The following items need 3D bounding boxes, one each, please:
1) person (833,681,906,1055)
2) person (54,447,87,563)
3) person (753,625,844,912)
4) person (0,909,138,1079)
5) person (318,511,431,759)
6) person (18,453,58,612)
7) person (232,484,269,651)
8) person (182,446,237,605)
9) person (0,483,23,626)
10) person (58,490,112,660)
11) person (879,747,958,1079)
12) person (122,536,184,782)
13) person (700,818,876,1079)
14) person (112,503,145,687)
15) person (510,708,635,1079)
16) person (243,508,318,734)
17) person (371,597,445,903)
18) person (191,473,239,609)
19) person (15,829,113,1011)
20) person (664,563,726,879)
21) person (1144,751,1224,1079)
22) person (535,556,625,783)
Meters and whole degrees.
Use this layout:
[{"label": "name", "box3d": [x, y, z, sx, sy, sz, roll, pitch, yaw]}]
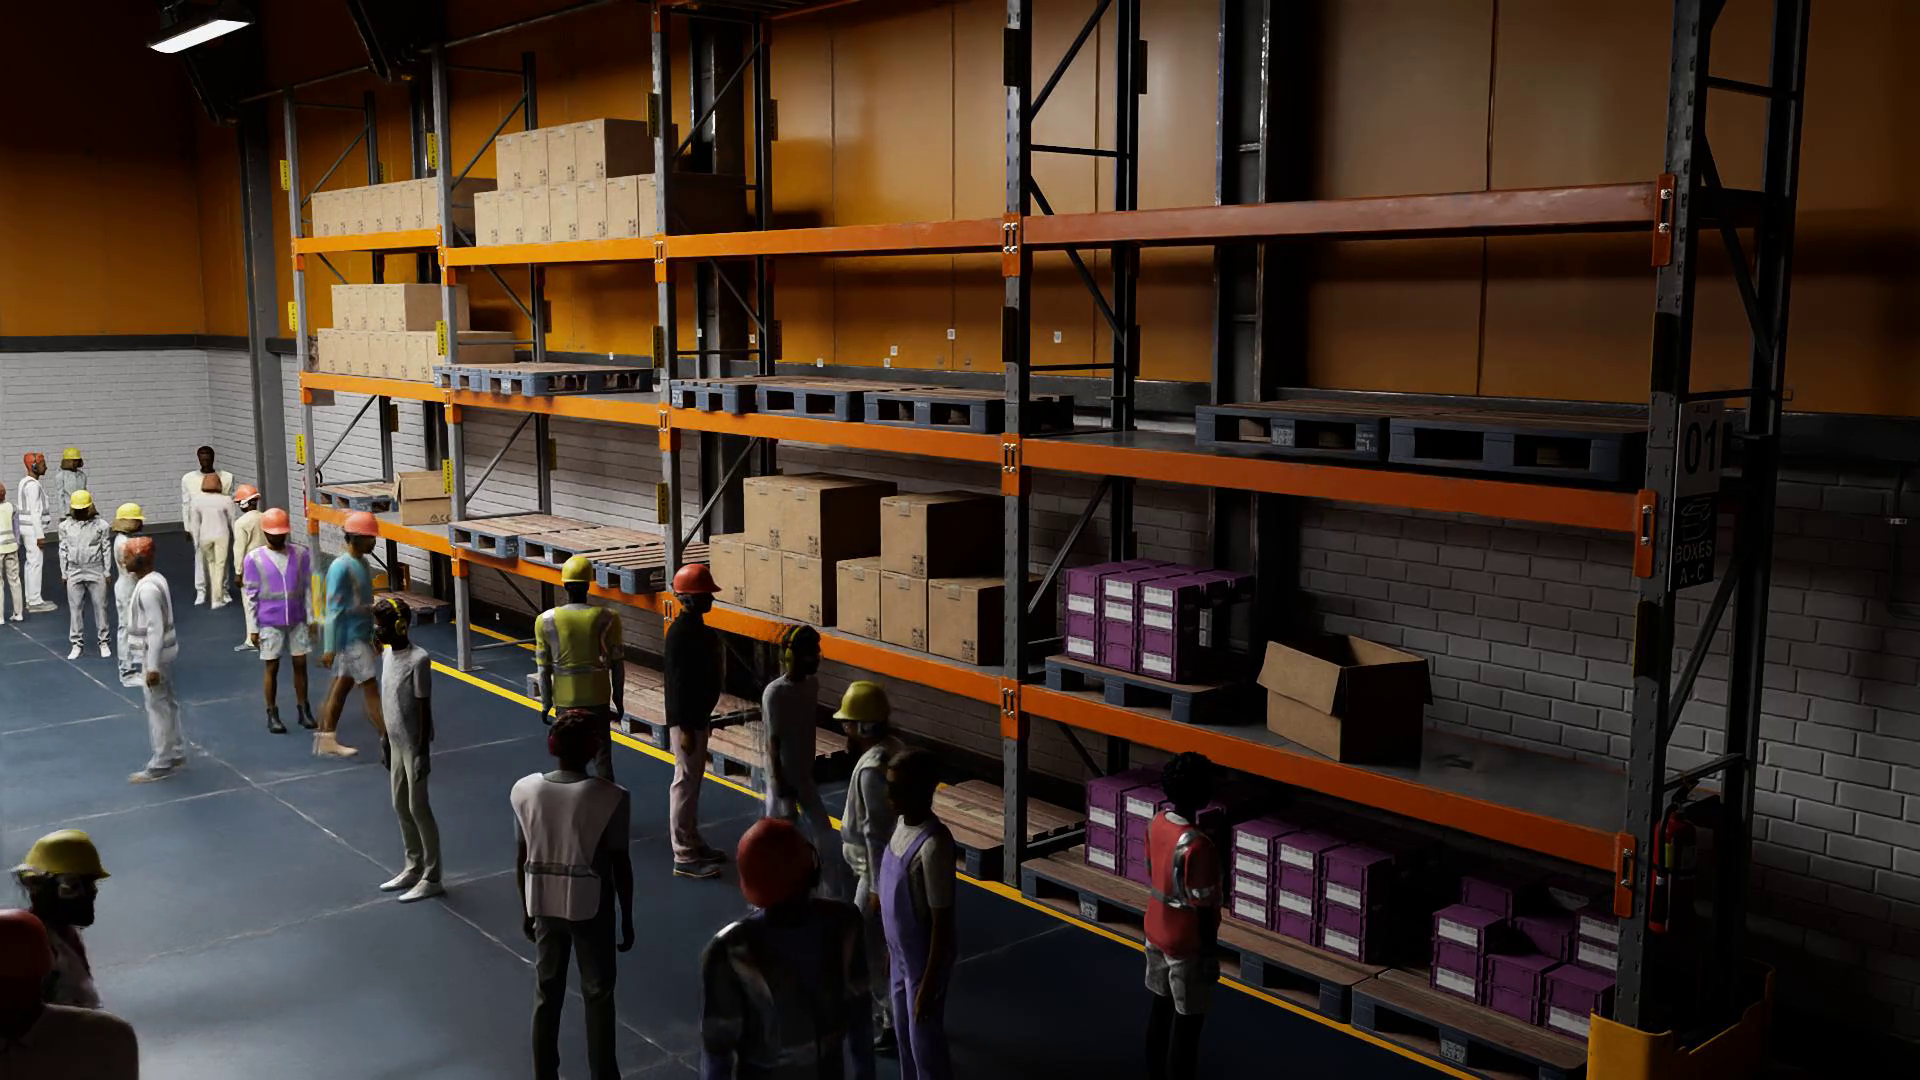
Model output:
[{"label": "person", "box3d": [-0.388, 1.587, 8.165, 0.484, 1.805, 0.609, 1, 8, 7]}, {"label": "person", "box3d": [-11.582, -0.345, 21.769, 0.298, 1.745, 0.484, 3, 9, 17]}, {"label": "person", "box3d": [-0.867, 1.400, 9.349, 0.874, 1.834, 0.541, 5, 10, 33]}, {"label": "person", "box3d": [-2.627, 1.990, 4.714, 0.618, 1.986, 0.408, -3, 9, -23]}, {"label": "person", "box3d": [-4.673, 0.773, 13.157, 1.015, 1.986, 0.634, 0, 8, -2]}, {"label": "person", "box3d": [-10.889, -0.093, 19.586, 0.355, 1.876, 0.574, -6, 10, -35]}, {"label": "person", "box3d": [-7.406, 0.287, 17.391, 0.354, 1.742, 0.568, 2, 8, 13]}, {"label": "person", "box3d": [-9.037, -0.184, 20.051, 0.597, 1.916, 0.370, -4, 9, -26]}, {"label": "person", "box3d": [-10.808, 0.143, 18.724, 0.308, 1.645, 0.514, 4, 9, 23]}, {"label": "person", "box3d": [-8.914, 0.350, 16.967, 0.484, 1.738, 0.305, -3, 9, -20]}, {"label": "person", "box3d": [-0.190, 1.751, 6.856, 0.345, 1.846, 0.507, -3, 9, -20]}, {"label": "person", "box3d": [-6.151, 0.894, 12.681, 0.340, 1.882, 0.584, -3, 9, -22]}, {"label": "person", "box3d": [-0.565, 1.858, 5.555, 0.665, 2.010, 0.556, -7, 11, -41]}, {"label": "person", "box3d": [-7.867, 0.515, 15.803, 0.319, 1.740, 0.488, -4, 9, -29]}, {"label": "person", "box3d": [-1.731, 1.672, 7.450, 0.561, 1.836, 0.387, 2, 8, 12]}, {"label": "person", "box3d": [-5.728, 0.676, 14.057, 0.553, 1.924, 0.391, -7, 11, -40]}, {"label": "person", "box3d": [-3.395, 1.269, 10.182, 0.525, 1.856, 0.338, 8, 11, 43]}, {"label": "person", "box3d": [-8.880, -0.006, 19.924, 0.517, 1.601, 0.726, 0, 8, 0]}, {"label": "person", "box3d": [-3.169, 1.930, 5.848, 0.634, 1.773, 0.659, -3, 9, -22]}, {"label": "person", "box3d": [-1.693, 1.136, 10.603, 0.378, 1.996, 0.610, 0, 8, 0]}, {"label": "person", "box3d": [0.986, 1.759, 7.308, 0.318, 1.697, 0.535, -3, 9, -19]}, {"label": "person", "box3d": [-2.580, 1.064, 11.342, 0.587, 1.928, 0.362, -2, 8, -15]}]
